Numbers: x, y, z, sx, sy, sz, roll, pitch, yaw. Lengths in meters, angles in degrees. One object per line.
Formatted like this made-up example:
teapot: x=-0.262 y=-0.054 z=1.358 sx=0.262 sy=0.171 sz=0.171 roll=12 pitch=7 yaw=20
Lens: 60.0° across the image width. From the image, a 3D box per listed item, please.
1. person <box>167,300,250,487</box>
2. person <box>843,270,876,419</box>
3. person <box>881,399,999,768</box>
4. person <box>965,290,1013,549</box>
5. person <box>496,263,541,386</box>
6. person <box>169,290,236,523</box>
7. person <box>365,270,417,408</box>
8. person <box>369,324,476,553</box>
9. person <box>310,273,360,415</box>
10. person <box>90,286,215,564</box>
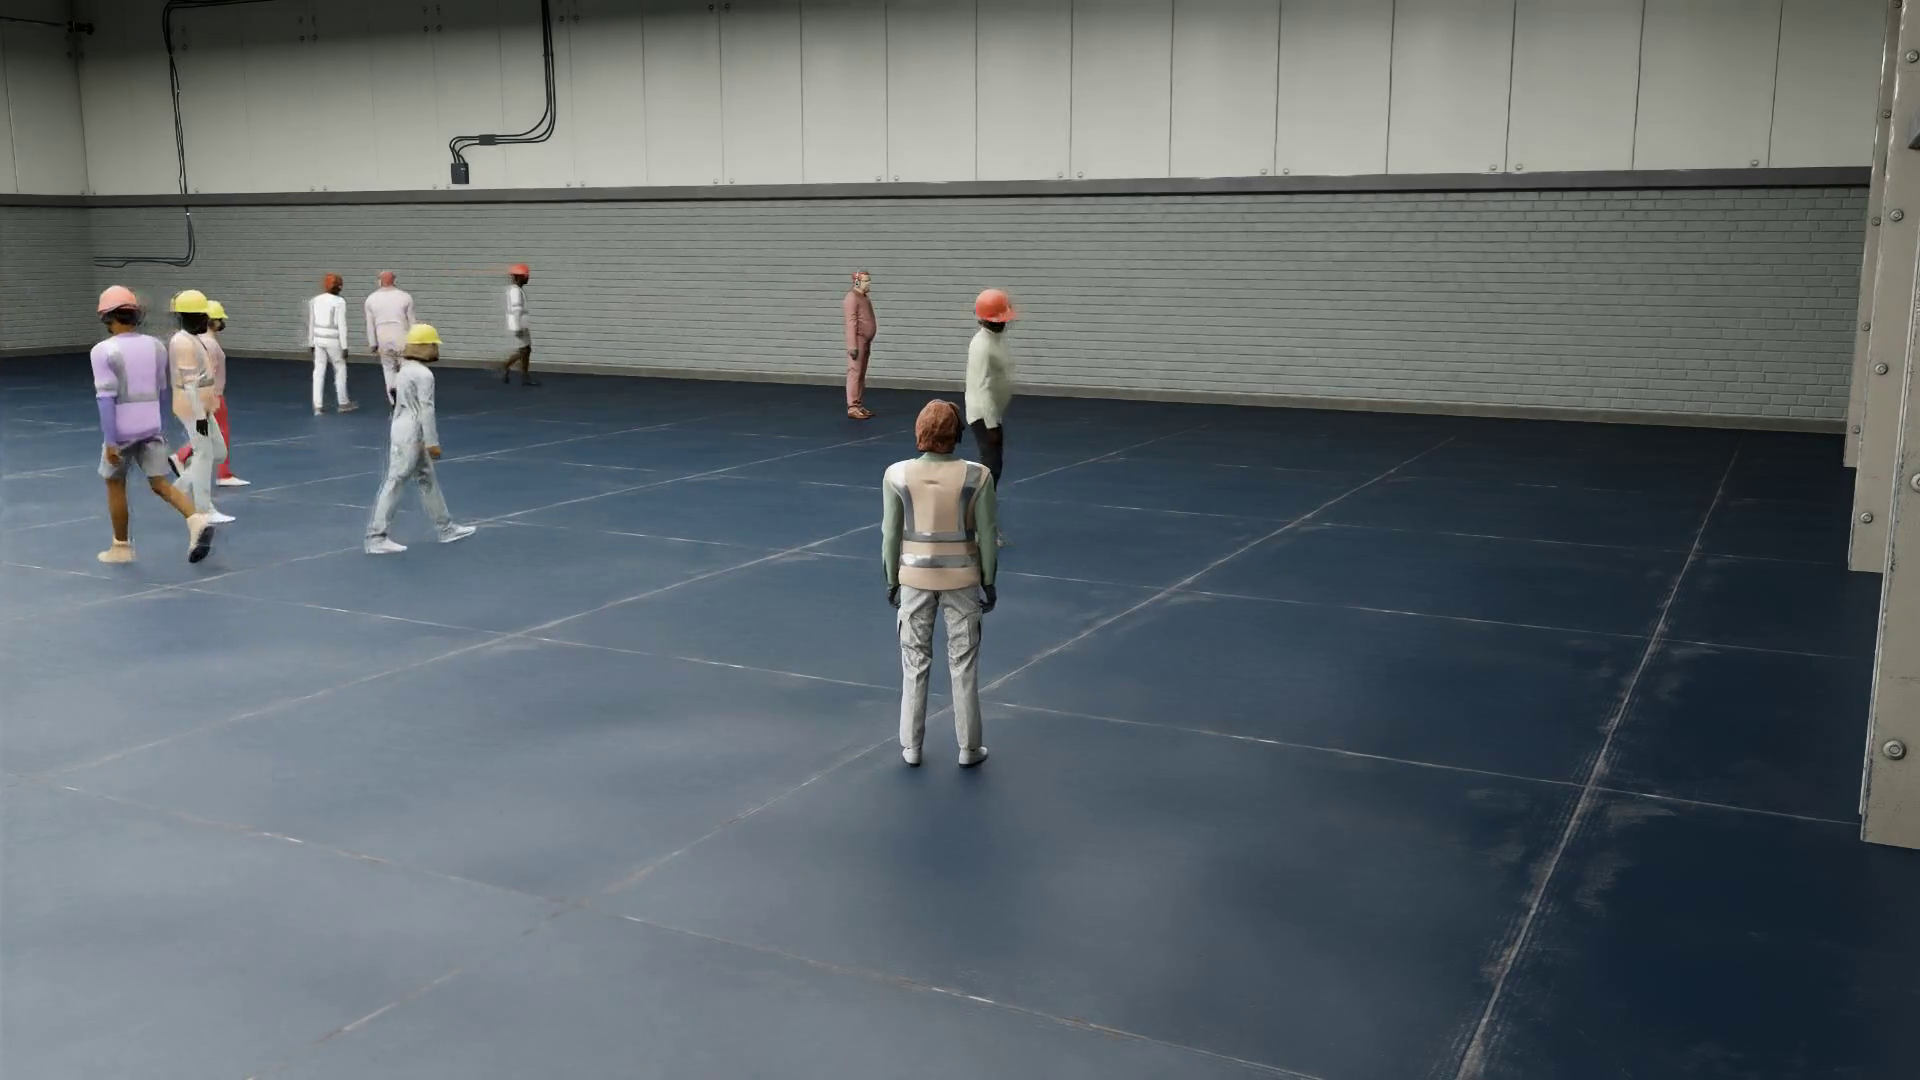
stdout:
person: x=-7.049 y=-1.350 z=15.499 sx=0.605 sy=1.755 sz=0.531 roll=-6 pitch=12 yaw=-28
person: x=-1.276 y=-2.518 z=21.441 sx=0.399 sy=1.909 sz=0.642 roll=2 pitch=11 yaw=12
person: x=-0.086 y=0.202 z=7.336 sx=0.521 sy=1.640 sz=0.307 roll=1 pitch=10 yaw=7
person: x=0.196 y=-0.912 z=12.610 sx=0.406 sy=1.955 sz=0.668 roll=1 pitch=10 yaw=6
person: x=-6.869 y=-3.323 z=25.800 sx=0.554 sy=1.918 sz=0.562 roll=-1 pitch=10 yaw=-5
person: x=-6.230 y=-1.070 z=13.530 sx=0.471 sy=1.911 sz=0.594 roll=-3 pitch=11 yaw=-14
person: x=-7.658 y=-2.696 z=22.442 sx=0.659 sy=1.890 sz=0.660 roll=0 pitch=10 yaw=-1
person: x=-4.058 y=-0.763 z=12.452 sx=0.868 sy=1.681 sz=0.492 roll=-6 pitch=12 yaw=-30
person: x=-8.309 y=-2.589 z=21.991 sx=0.687 sy=1.837 sz=0.880 roll=3 pitch=11 yaw=18
person: x=-5.785 y=-0.791 z=11.791 sx=0.917 sy=2.013 sz=0.607 roll=5 pitch=11 yaw=23
